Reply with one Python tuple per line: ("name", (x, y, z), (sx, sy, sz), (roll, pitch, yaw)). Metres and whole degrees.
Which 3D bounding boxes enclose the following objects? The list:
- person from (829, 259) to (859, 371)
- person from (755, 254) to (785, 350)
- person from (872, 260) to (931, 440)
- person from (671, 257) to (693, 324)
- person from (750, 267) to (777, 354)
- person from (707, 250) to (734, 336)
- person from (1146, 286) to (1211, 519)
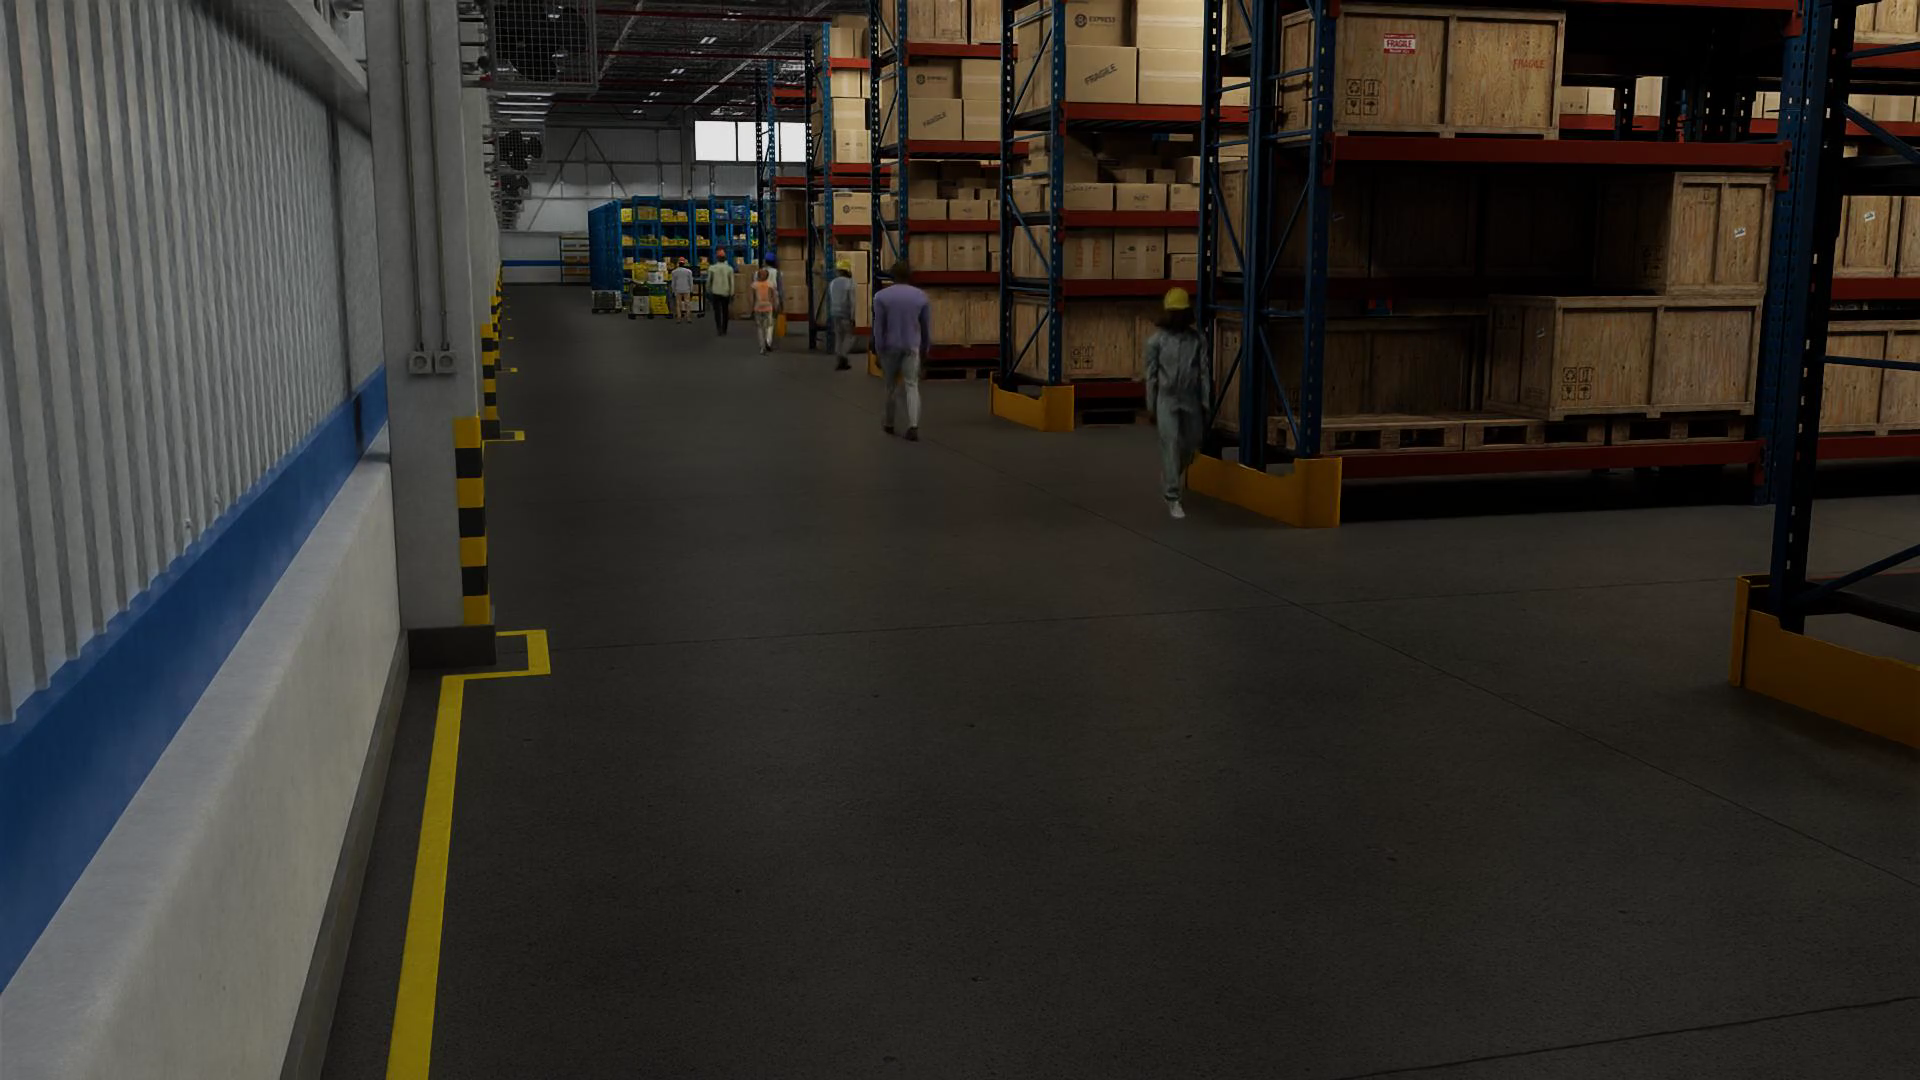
("person", (-1.878, -3.663, 27.130), (0.600, 1.820, 0.421), (8, 13, 38))
("person", (-3.767, -4.688, 32.786), (0.639, 1.874, 1.036), (-2, 10, -10))
("person", (-0.607, -2.010, 17.582), (0.651, 1.890, 1.033), (-3, 10, -14))
("person", (-7.241, -6.506, 43.403), (0.565, 1.751, 0.330), (-2, 10, -11))
("person", (-3.698, -4.316, 31.360), (0.514, 1.627, 0.364), (0, 10, 2))
("person", (-5.431, -5.620, 37.850), (0.601, 1.959, 0.999), (-3, 10, -16))
("person", (1.626, -1.050, 12.562), (0.496, 1.726, 0.614), (-3, 10, -15))
